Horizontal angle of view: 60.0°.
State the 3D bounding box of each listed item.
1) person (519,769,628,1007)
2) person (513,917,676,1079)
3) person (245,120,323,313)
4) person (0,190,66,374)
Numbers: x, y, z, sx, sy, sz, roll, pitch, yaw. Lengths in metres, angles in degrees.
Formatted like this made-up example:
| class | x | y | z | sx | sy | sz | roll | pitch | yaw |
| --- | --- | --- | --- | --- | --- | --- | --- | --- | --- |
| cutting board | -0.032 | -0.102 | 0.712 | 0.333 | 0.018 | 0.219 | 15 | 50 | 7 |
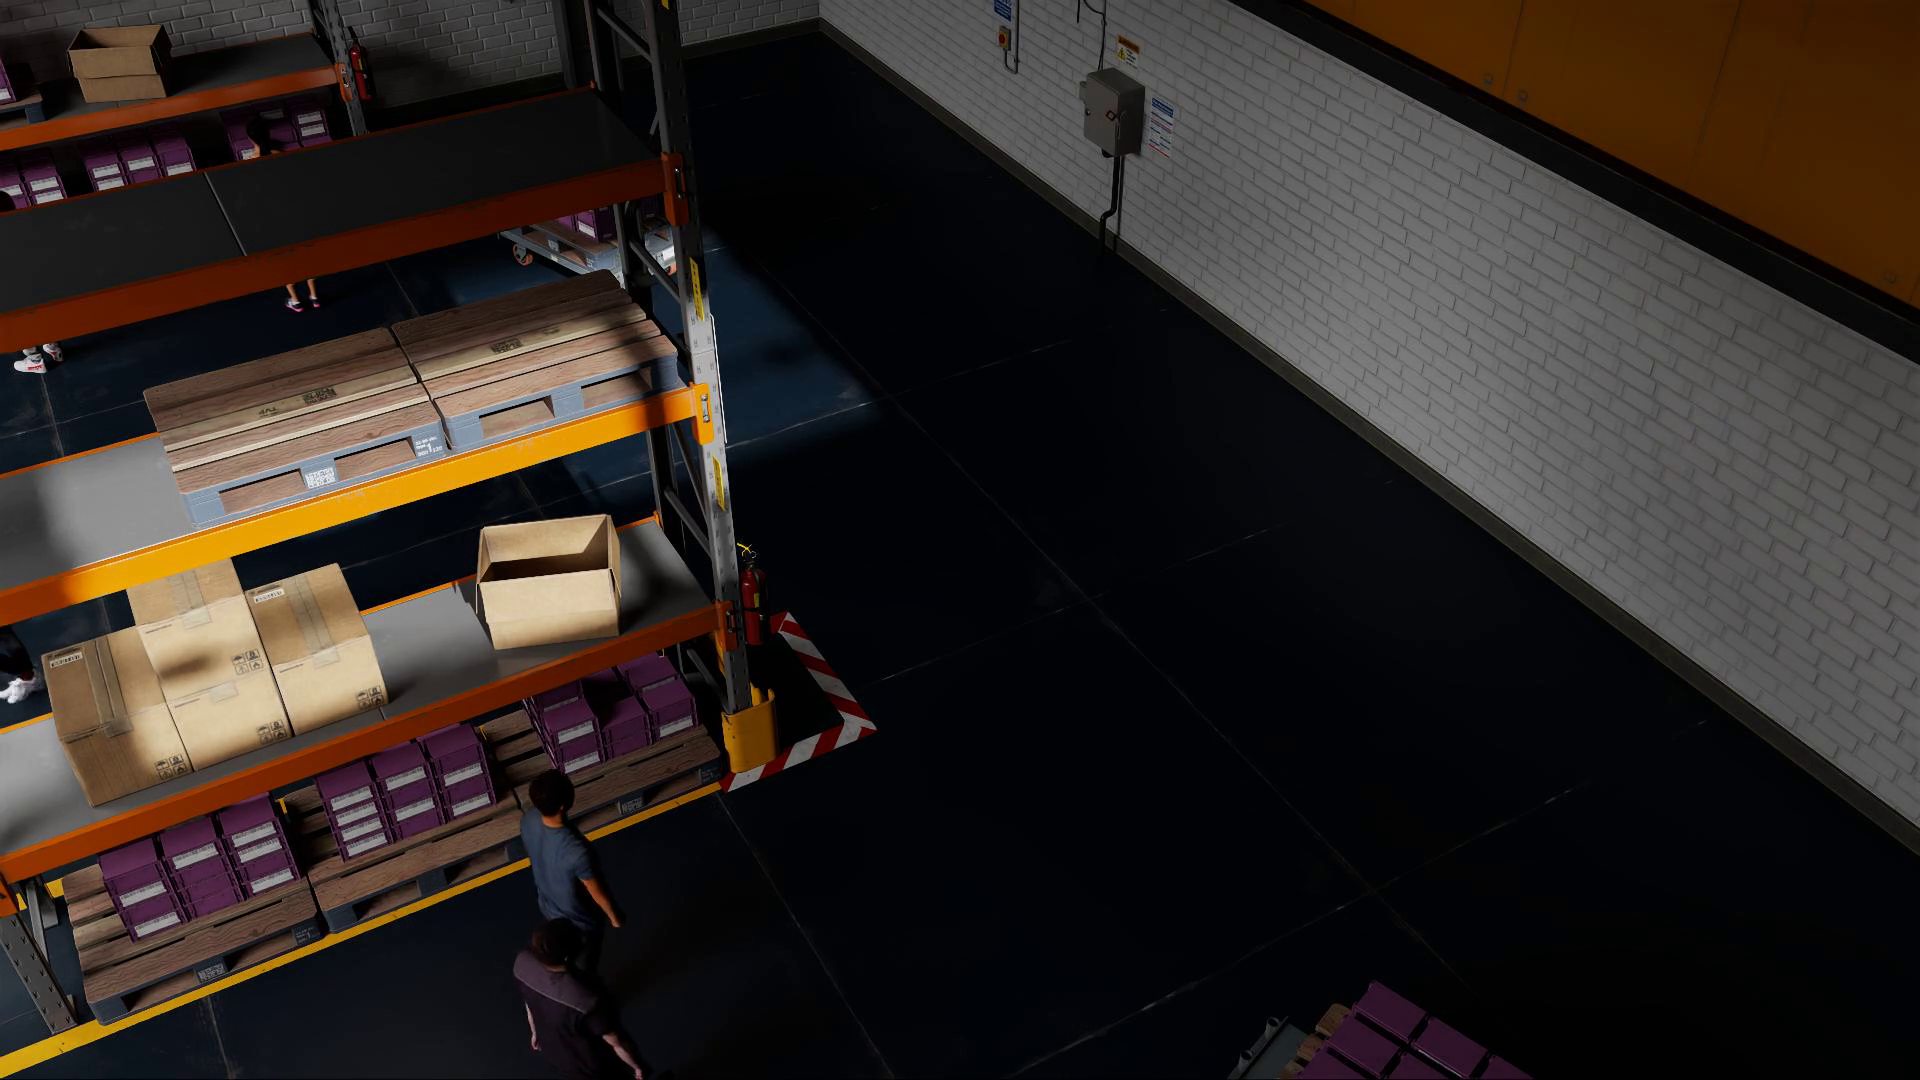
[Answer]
| class | x | y | z | sx | sy | sz | roll | pitch | yaw |
| --- | --- | --- | --- | --- | --- | --- | --- | --- | --- |
| person | -2.021 | 1.885 | 8.383 | 0.706 | 1.796 | 0.724 | -31 | 48 | -33 |
| person | -1.806 | 2.444 | 7.677 | 1.024 | 1.804 | 1.320 | 27 | 46 | 29 |
| person | -5.823 | -2.777 | 14.280 | 0.474 | 1.722 | 0.625 | -22 | 44 | -26 |
| person | -7.731 | -2.215 | 13.498 | 0.819 | 1.820 | 0.720 | 16 | 41 | 19 |
